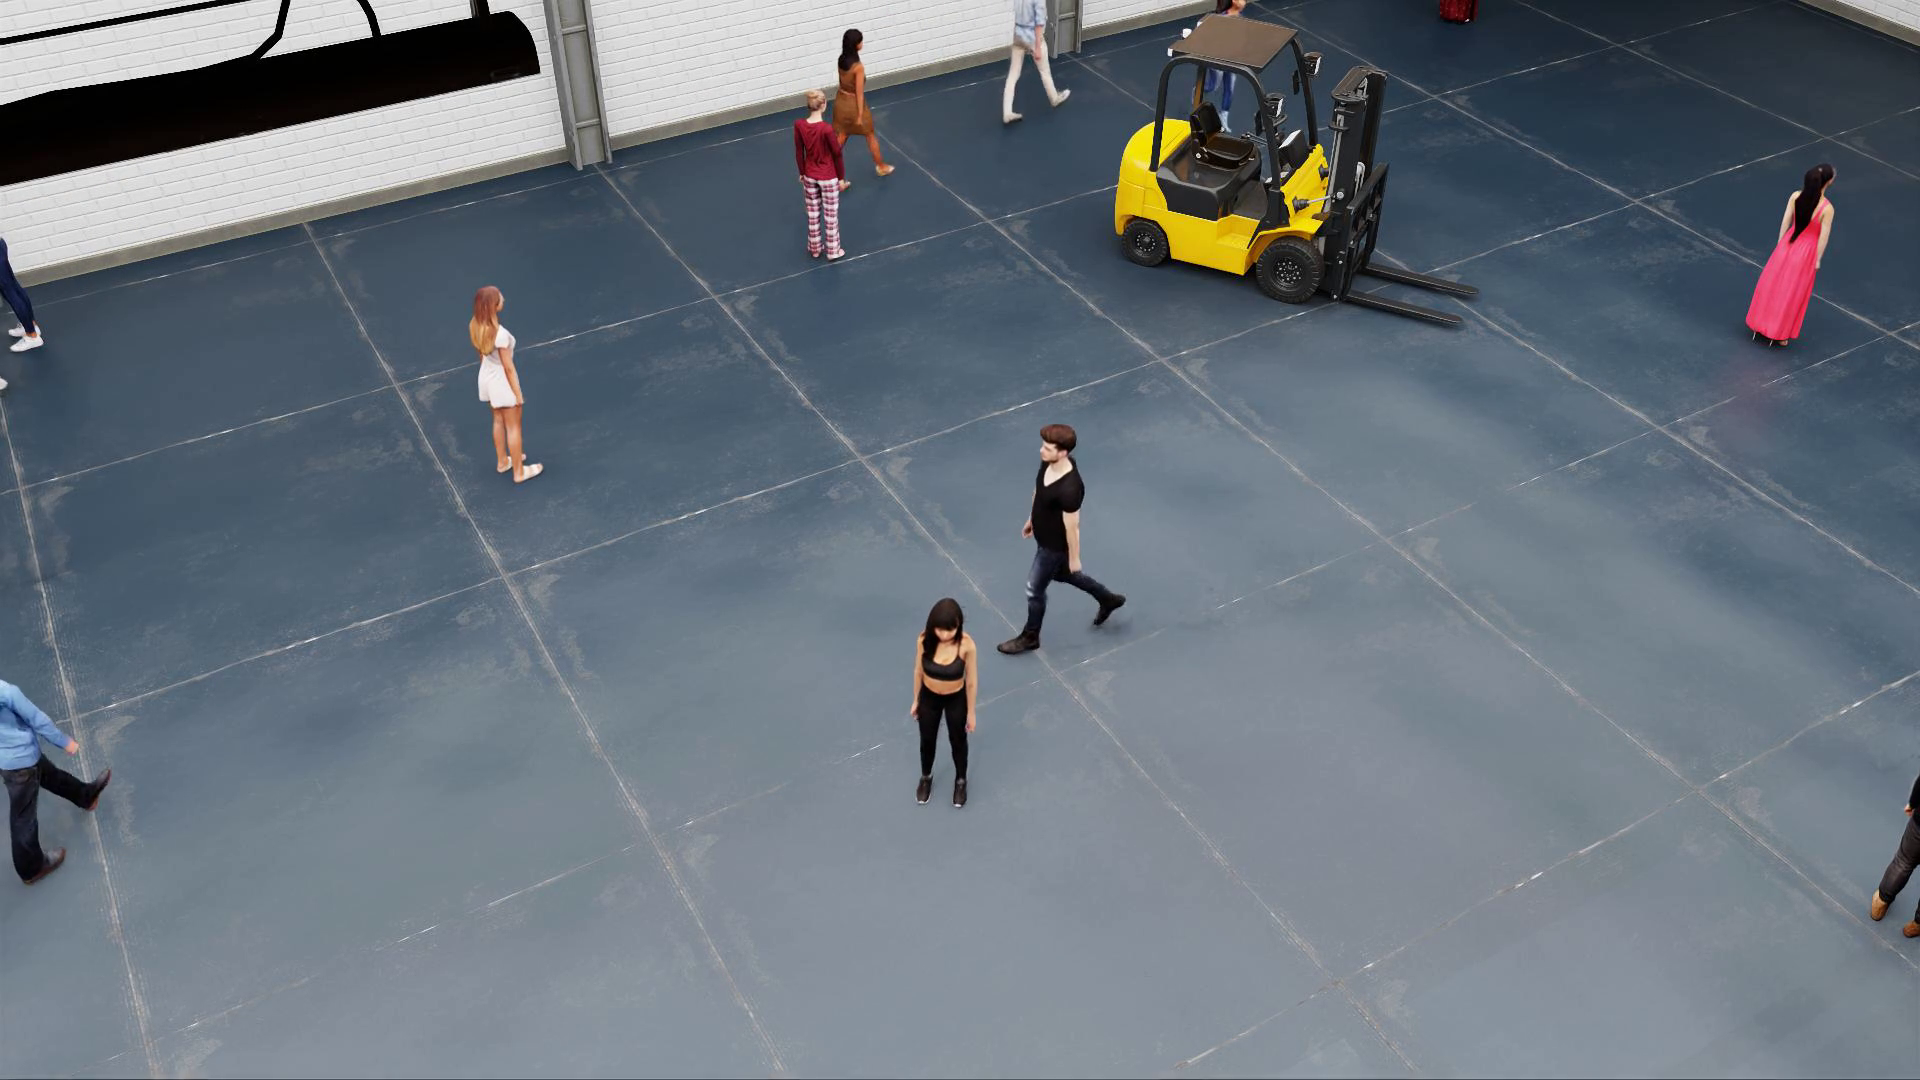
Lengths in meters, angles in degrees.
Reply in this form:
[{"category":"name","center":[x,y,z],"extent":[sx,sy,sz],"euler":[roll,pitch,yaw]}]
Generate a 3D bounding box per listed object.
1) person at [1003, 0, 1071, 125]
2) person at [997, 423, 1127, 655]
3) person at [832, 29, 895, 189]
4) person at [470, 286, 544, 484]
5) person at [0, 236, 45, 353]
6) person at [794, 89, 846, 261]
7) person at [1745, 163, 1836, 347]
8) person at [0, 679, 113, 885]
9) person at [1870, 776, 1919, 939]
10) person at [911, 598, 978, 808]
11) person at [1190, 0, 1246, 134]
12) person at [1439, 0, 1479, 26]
[{"category":"person","center":[0.669,-5.400,18.084],"extent":[1.238,1.803,0.854],"euler":[-30,47,-32]},{"category":"person","center":[0.736,-0.021,11.296],"extent":[1.263,1.868,0.933],"euler":[-6,39,-8]},{"category":"person","center":[-1.161,-4.310,16.836],"extent":[1.002,1.657,0.706],"euler":[-30,47,-32]},{"category":"person","center":[-3.584,-1.213,12.933],"extent":[0.638,1.689,0.629],"euler":[31,48,33]},{"category":"person","center":[-8.386,-2.488,14.459],"extent":[0.560,1.775,0.617],"euler":[-13,41,-16]},{"category":"person","center":[-1.317,-3.459,15.729],"extent":[0.683,1.710,0.711],"euler":[14,41,17]},{"category":"person","center":[7.285,-2.481,14.490],"extent":[0.589,1.727,0.629],"euler":[-24,44,-27]},{"category":"person","center":[-5.616,1.297,9.724],"extent":[1.045,1.771,1.189],"euler":[16,41,19]},{"category":"person","center":[5.600,1.589,9.397],"extent":[0.608,1.723,0.685],"euler":[-29,47,-31]},{"category":"person","center":[-0.075,0.965,10.247],"extent":[0.637,1.636,0.703],"euler":[9,39,11]},{"category":"person","center":[2.813,-5.251,18.061],"extent":[0.896,1.599,0.782],"euler":[-26,45,-29]},{"category":"person","center":[6.227,-7.170,20.433],"extent":[0.745,1.637,0.732],"euler":[26,46,29]}]
